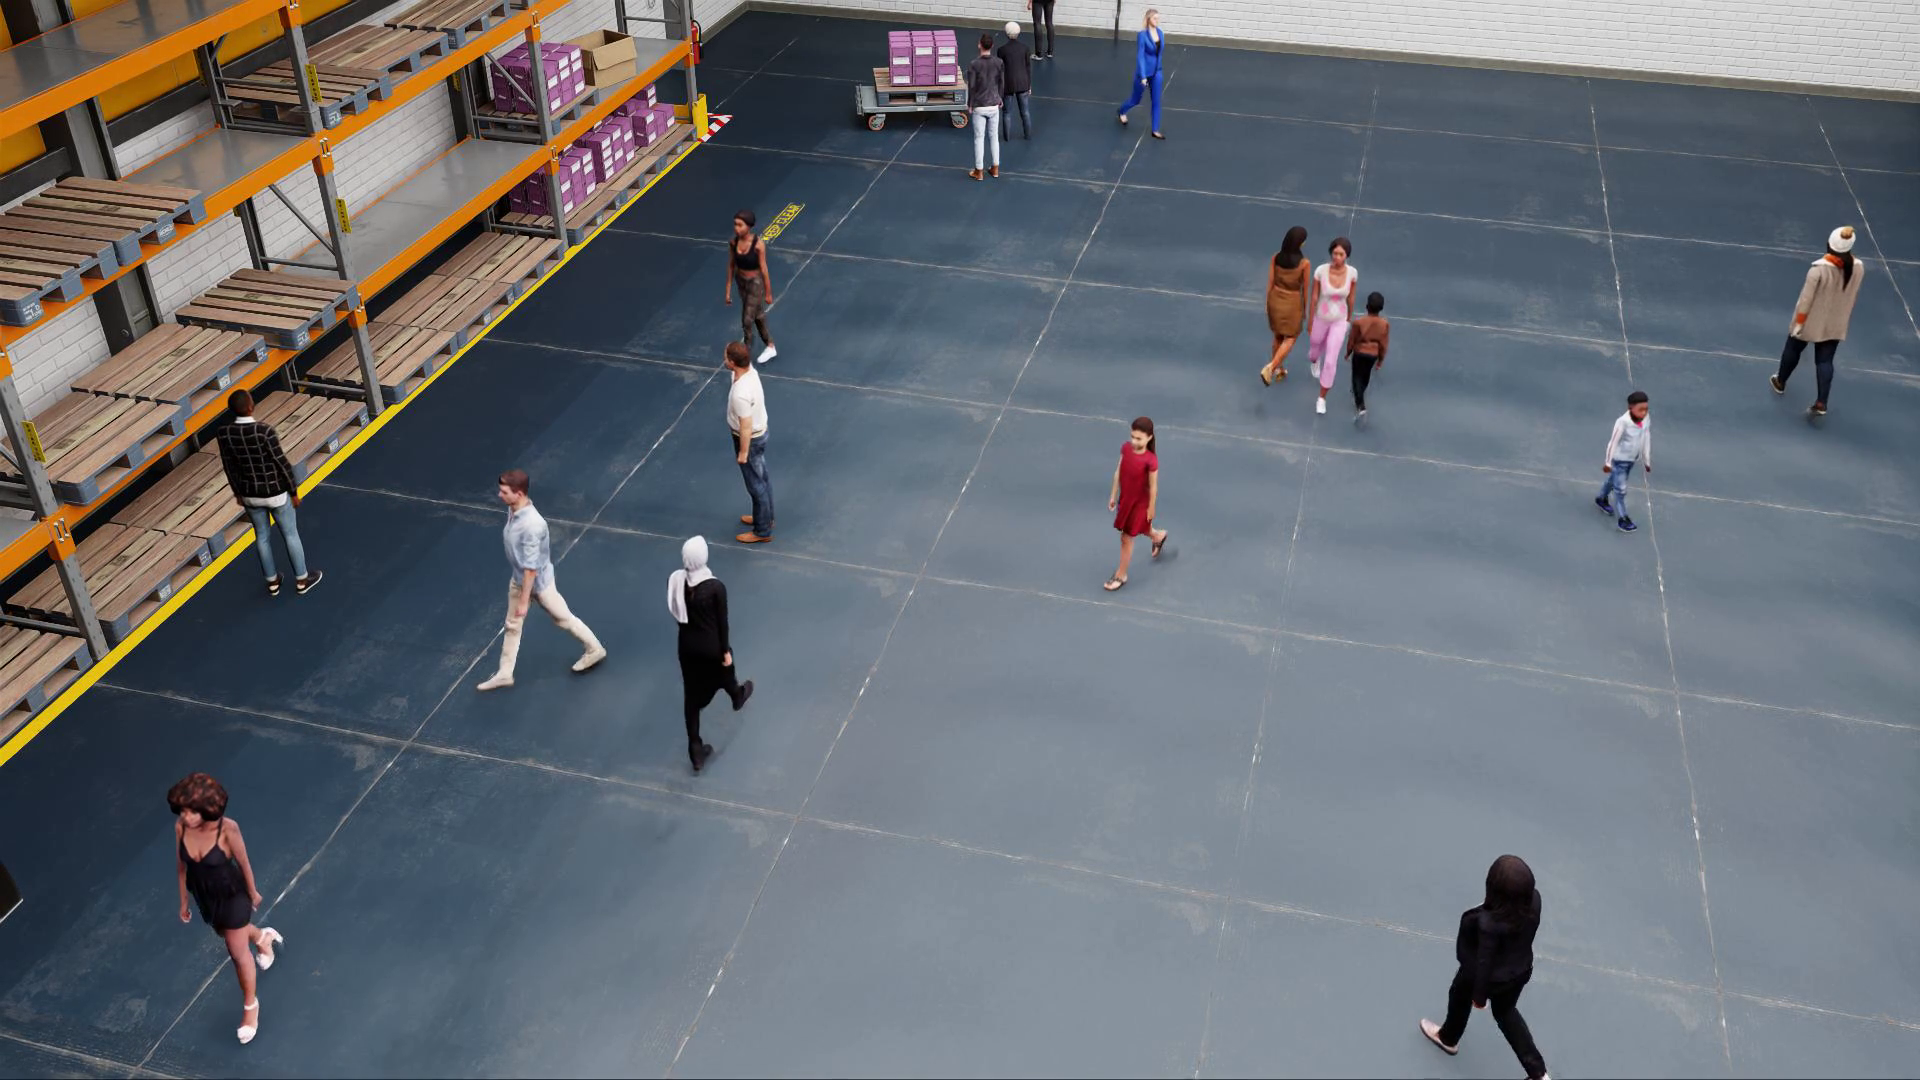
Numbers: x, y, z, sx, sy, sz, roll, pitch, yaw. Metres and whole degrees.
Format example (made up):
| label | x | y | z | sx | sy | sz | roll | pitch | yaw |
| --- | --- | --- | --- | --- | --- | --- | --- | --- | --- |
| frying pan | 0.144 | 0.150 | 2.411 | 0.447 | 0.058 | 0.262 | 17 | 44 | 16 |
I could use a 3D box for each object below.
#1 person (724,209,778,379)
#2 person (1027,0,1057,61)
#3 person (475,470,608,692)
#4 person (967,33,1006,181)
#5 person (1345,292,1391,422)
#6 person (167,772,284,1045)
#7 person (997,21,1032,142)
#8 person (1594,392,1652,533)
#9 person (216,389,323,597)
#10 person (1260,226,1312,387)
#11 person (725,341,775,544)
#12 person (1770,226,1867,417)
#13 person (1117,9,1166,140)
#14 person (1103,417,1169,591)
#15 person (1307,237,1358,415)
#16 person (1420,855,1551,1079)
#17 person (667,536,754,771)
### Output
| label | x | y | z | sx | sy | sz | roll | pitch | yaw |
| --- | --- | --- | --- | --- | --- | --- | --- | --- | --- |
| person | -2.022 | -2.517 | 16.572 | 0.776 | 1.667 | 1.050 | 20 | 38 | 27 |
| person | 1.239 | -8.134 | 24.871 | 0.692 | 1.834 | 0.740 | -16 | 37 | -22 |
| person | -3.032 | 0.296 | 12.220 | 1.279 | 1.799 | 1.145 | -21 | 39 | -29 |
| person | 0.324 | -5.414 | 20.778 | 0.735 | 1.836 | 0.771 | -14 | 36 | -20 |
| person | 3.855 | -1.730 | 15.779 | 0.687 | 1.235 | 0.932 | -2 | 34 | -3 |
| person | -4.261 | 2.021 | 9.661 | 0.605 | 1.761 | 0.974 | 5 | 34 | 8 |
| person | 0.770 | -6.008 | 22.123 | 0.811 | 1.779 | 0.733 | -6 | 34 | -9 |
| person | 5.676 | -0.738 | 14.289 | 0.784 | 1.231 | 0.899 | -13 | 36 | -19 |
| person | -5.528 | -0.371 | 13.206 | 0.720 | 1.820 | 0.654 | 0 | 34 | 0 |
| person | 3.123 | -2.199 | 16.091 | 0.759 | 1.669 | 0.977 | 20 | 39 | 28 |
| person | -1.726 | -0.828 | 13.865 | 0.754 | 1.851 | 0.571 | 3 | 34 | 4 |
| person | 8.166 | -2.049 | 15.696 | 0.836 | 1.857 | 1.216 | 3 | 34 | 5 |
| person | 2.428 | -6.203 | 22.112 | 1.080 | 1.674 | 1.089 | -22 | 39 | -29 |
| person | 1.467 | -0.353 | 13.441 | 1.041 | 1.529 | 0.883 | -25 | 41 | -32 |
| person | 3.530 | -2.098 | 15.893 | 0.634 | 1.721 | 1.020 | 5 | 34 | 7 |
| person | 3.030 | 2.435 | 9.194 | 1.096 | 1.588 | 1.085 | -23 | 40 | -30 |
| person | -1.815 | 0.821 | 11.490 | 0.632 | 1.735 | 1.115 | 10 | 35 | 14 |
